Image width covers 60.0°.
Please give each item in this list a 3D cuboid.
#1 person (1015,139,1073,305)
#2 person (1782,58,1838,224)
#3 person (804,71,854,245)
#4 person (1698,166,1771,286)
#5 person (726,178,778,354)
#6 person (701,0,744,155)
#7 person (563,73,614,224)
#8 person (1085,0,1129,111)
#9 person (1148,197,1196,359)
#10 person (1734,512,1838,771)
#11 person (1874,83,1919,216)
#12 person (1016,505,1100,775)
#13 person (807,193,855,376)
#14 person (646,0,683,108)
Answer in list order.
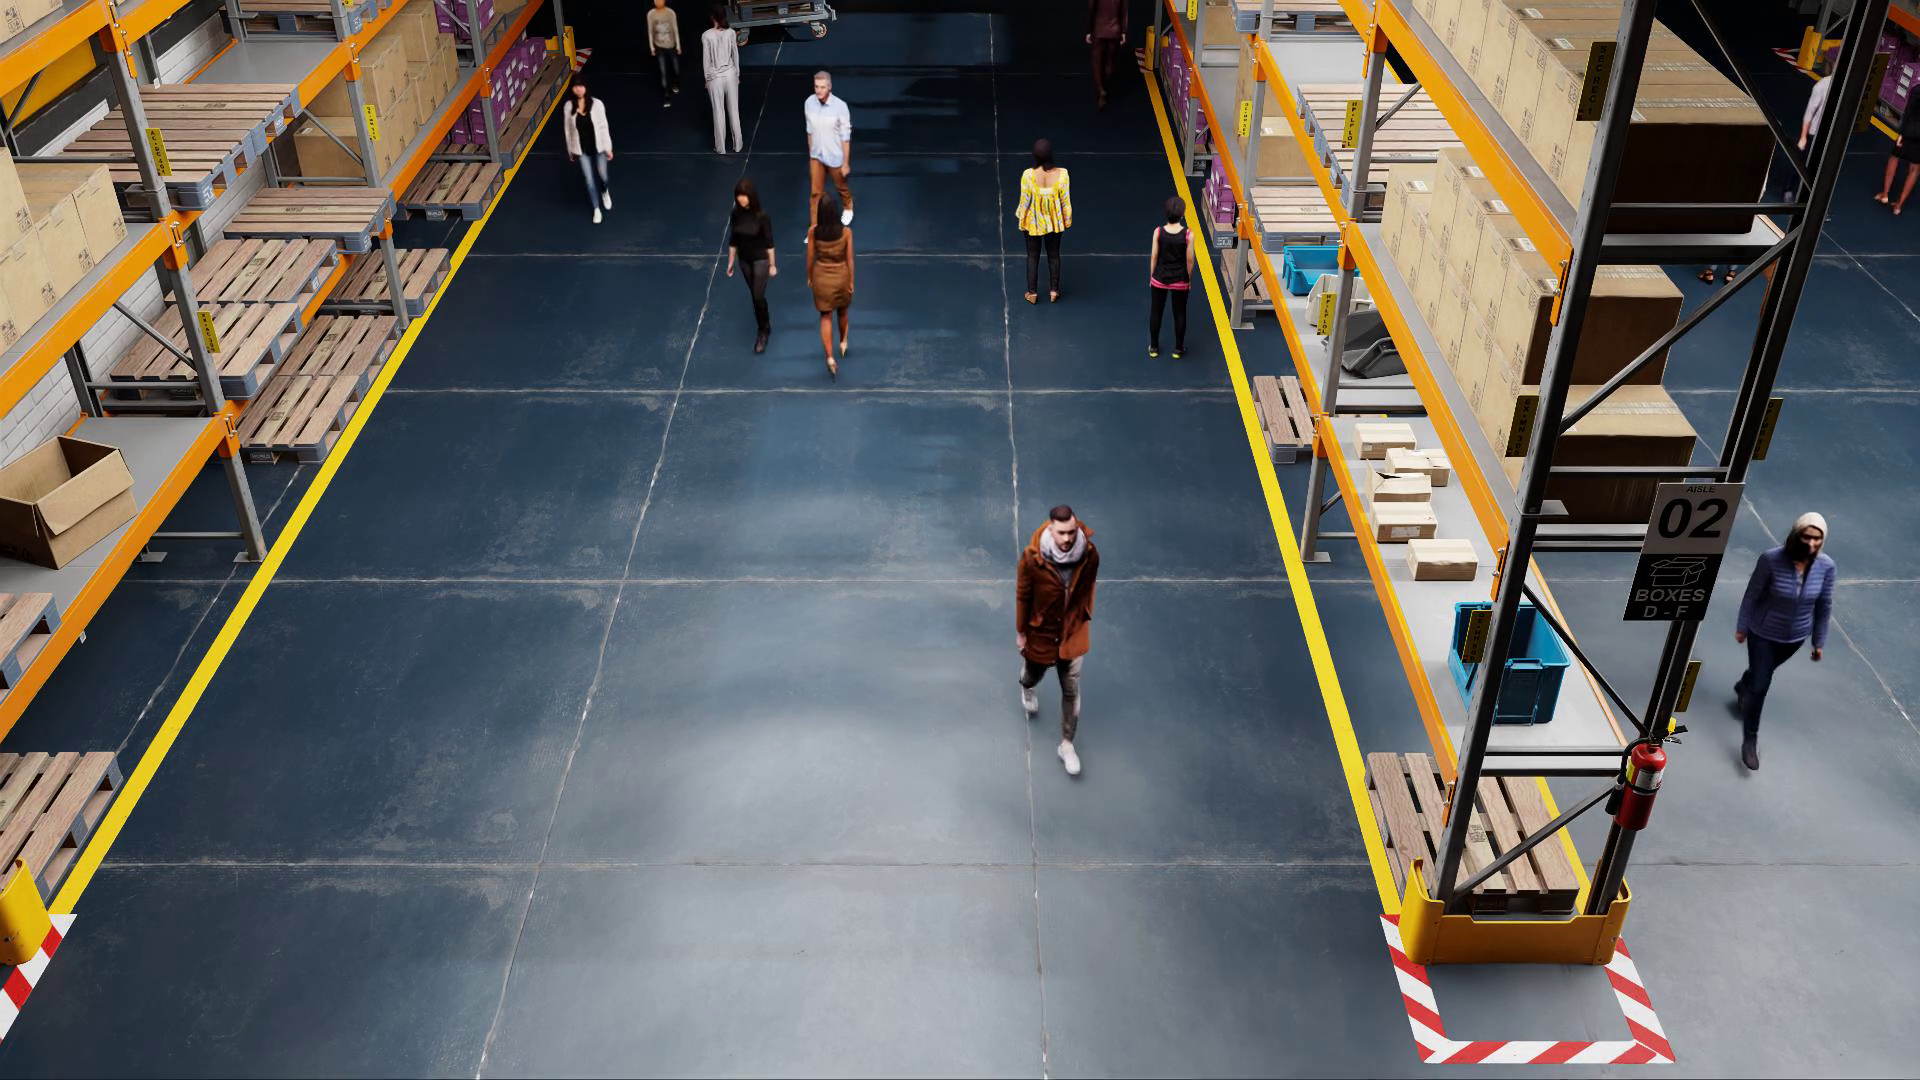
[{"bbox_3d":[0.811,-3.096,16.211,0.744,1.652,0.778,-4,34,-6],"label":"person"},{"bbox_3d":[9.325,-4.413,18.066,0.716,1.792,1.145,1,34,2],"label":"person"},{"bbox_3d":[-1.343,-4.083,17.585,0.938,1.775,1.259,11,35,16],"label":"person"},{"bbox_3d":[7.734,-3.350,16.565,0.657,1.683,0.607,7,34,10],"label":"person"},{"bbox_3d":[-1.883,-2.627,15.533,0.710,1.622,0.812,14,36,20],"label":"person"},{"bbox_3d":[-2.801,-5.441,19.630,0.647,1.774,0.621,-12,35,-17],"label":"person"},{"bbox_3d":[-3.991,-4.269,17.997,0.664,1.630,0.736,-2,34,-4],"label":"person"},{"bbox_3d":[1.855,-6.386,20.989,0.712,1.843,1.076,-1,34,-2],"label":"person"},{"bbox_3d":[1.934,-2.416,15.279,0.583,1.552,0.565,7,34,10],"label":"person"},{"bbox_3d":[5.257,0.532,10.706,0.756,1.705,1.133,5,34,7],"label":"person"},{"bbox_3d":[10.431,-4.352,18.049,0.711,1.711,0.732,9,35,13],"label":"person"},{"bbox_3d":[0.571,0.544,10.594,0.857,1.808,1.194,-6,34,-9],"label":"person"},{"bbox_3d":[-1.164,-2.272,14.963,0.597,1.663,0.892,-2,34,-3],"label":"person"},{"bbox_3d":[-3.754,-6.316,21.241,0.636,1.448,0.886,-5,34,-7],"label":"person"}]
